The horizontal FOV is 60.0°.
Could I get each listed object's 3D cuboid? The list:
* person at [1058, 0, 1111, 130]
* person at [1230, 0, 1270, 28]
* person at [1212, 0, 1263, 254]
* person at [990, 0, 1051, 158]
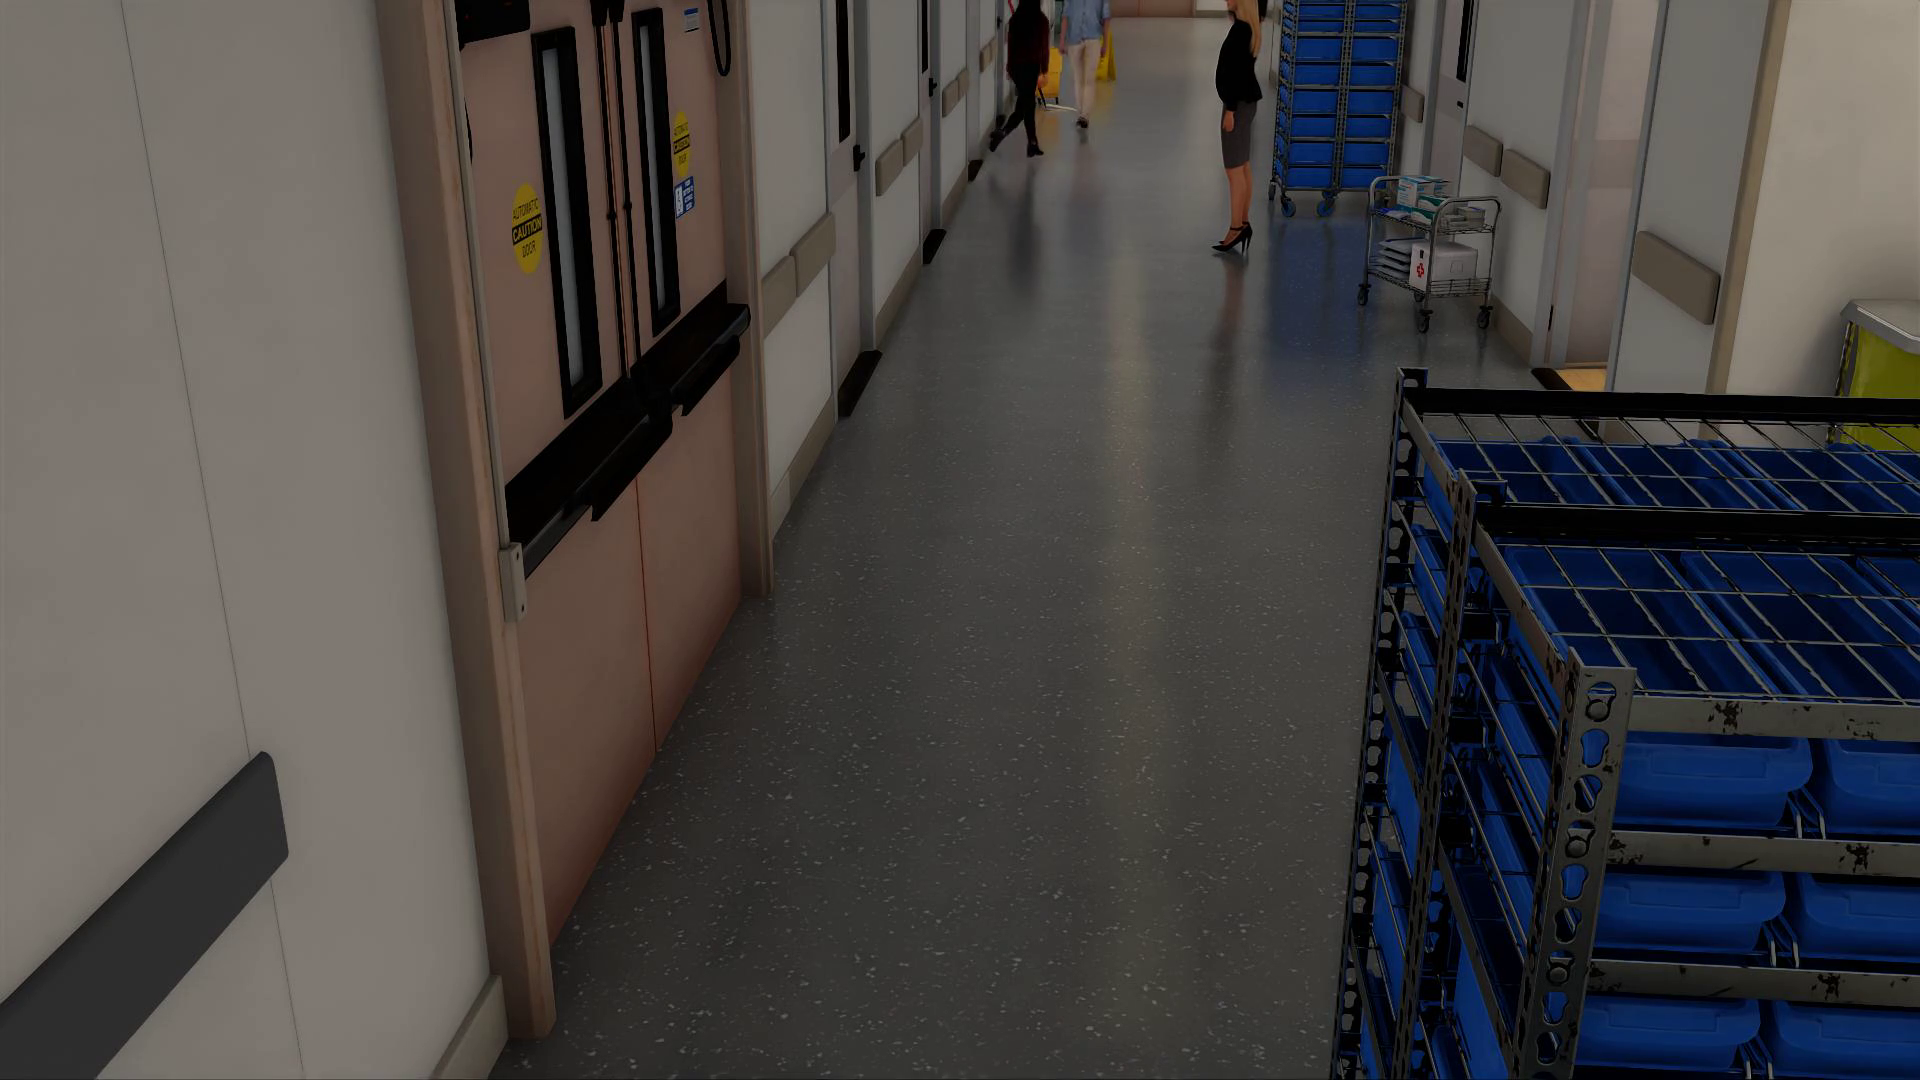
[{"bbox_3d":[1.367,-5.376,17.980,0.807,1.809,1.192,6,22,16],"label":"person"},{"bbox_3d":[4.036,-7.398,23.351,0.854,1.785,0.917,8,22,19],"label":"person"},{"bbox_3d":[1.923,-2.913,11.430,0.699,1.843,0.543,6,22,15],"label":"person"},{"bbox_3d":[0.547,-4.340,15.529,0.959,1.606,1.131,15,25,34],"label":"person"}]
